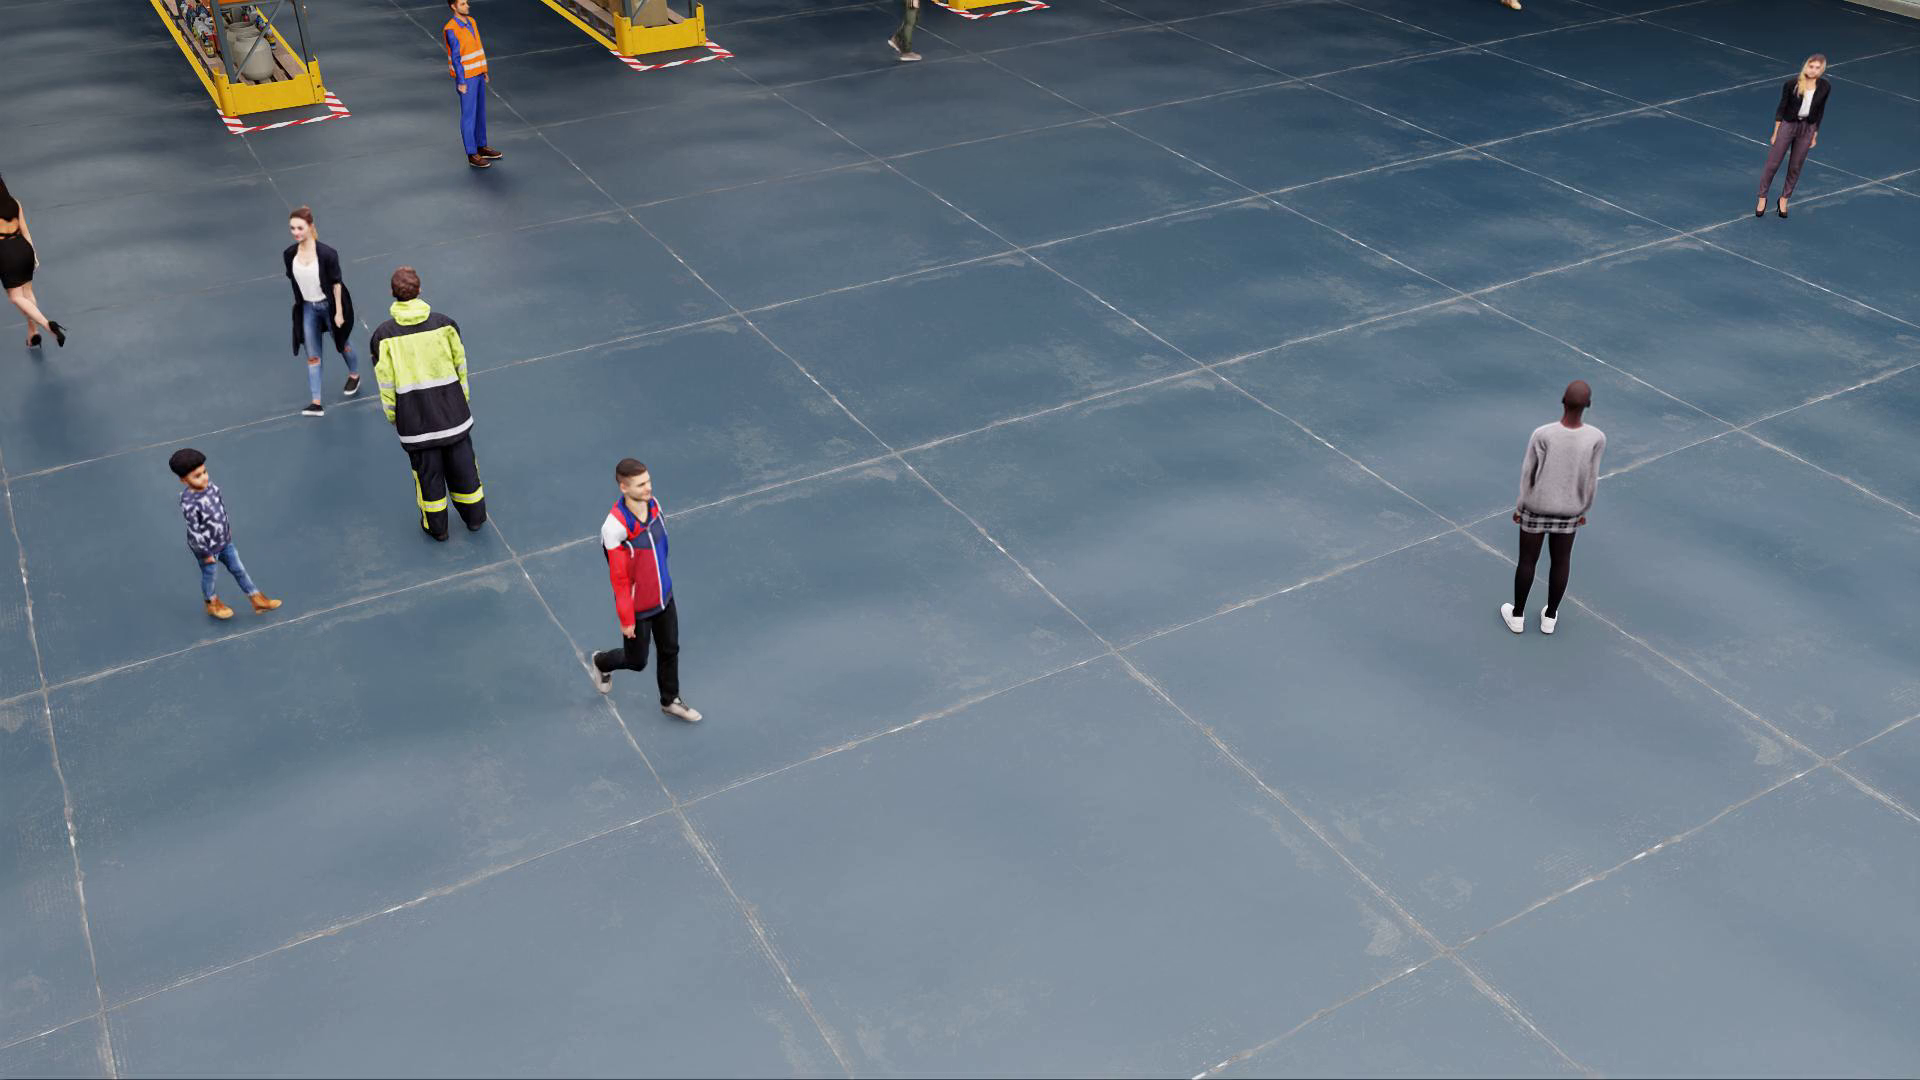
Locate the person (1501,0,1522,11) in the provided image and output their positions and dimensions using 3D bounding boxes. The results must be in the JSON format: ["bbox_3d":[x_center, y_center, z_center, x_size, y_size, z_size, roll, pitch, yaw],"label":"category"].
[{"bbox_3d":[7.924,-8.423,23.624,0.608,1.646,0.691,-19,37,-27],"label":"person"}]

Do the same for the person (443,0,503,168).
[{"bbox_3d":[-5.311,-5.011,18.012,0.845,1.864,0.780,8,33,12],"label":"person"}]

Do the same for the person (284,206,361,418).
[{"bbox_3d":[-5.010,-1.850,13.211,1.008,1.640,1.165,3,32,5],"label":"person"}]

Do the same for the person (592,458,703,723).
[{"bbox_3d":[-1.909,0.308,9.693,1.049,1.743,0.893,18,37,26],"label":"person"}]

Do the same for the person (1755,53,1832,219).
[{"bbox_3d":[8.371,-4.063,16.694,0.675,1.666,0.727,7,33,11],"label":"person"}]

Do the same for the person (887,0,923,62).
[{"bbox_3d":[-0.740,-6.981,21.343,0.766,1.642,0.732,-6,33,-10],"label":"person"}]

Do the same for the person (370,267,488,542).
[{"bbox_3d":[-3.658,-0.934,11.439,0.753,1.982,0.611,-17,36,-25],"label":"person"}]

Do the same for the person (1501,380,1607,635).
[{"bbox_3d":[3.732,-0.201,10.473,0.693,1.771,0.719,4,32,6],"label":"person"}]

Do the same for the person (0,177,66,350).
[{"bbox_3d":[-7.863,-2.304,13.940,0.984,1.631,0.816,18,37,27],"label":"person"}]

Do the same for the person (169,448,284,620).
[{"bbox_3d":[-4.870,-0.027,10.705,0.836,1.230,0.756,10,34,15],"label":"person"}]
